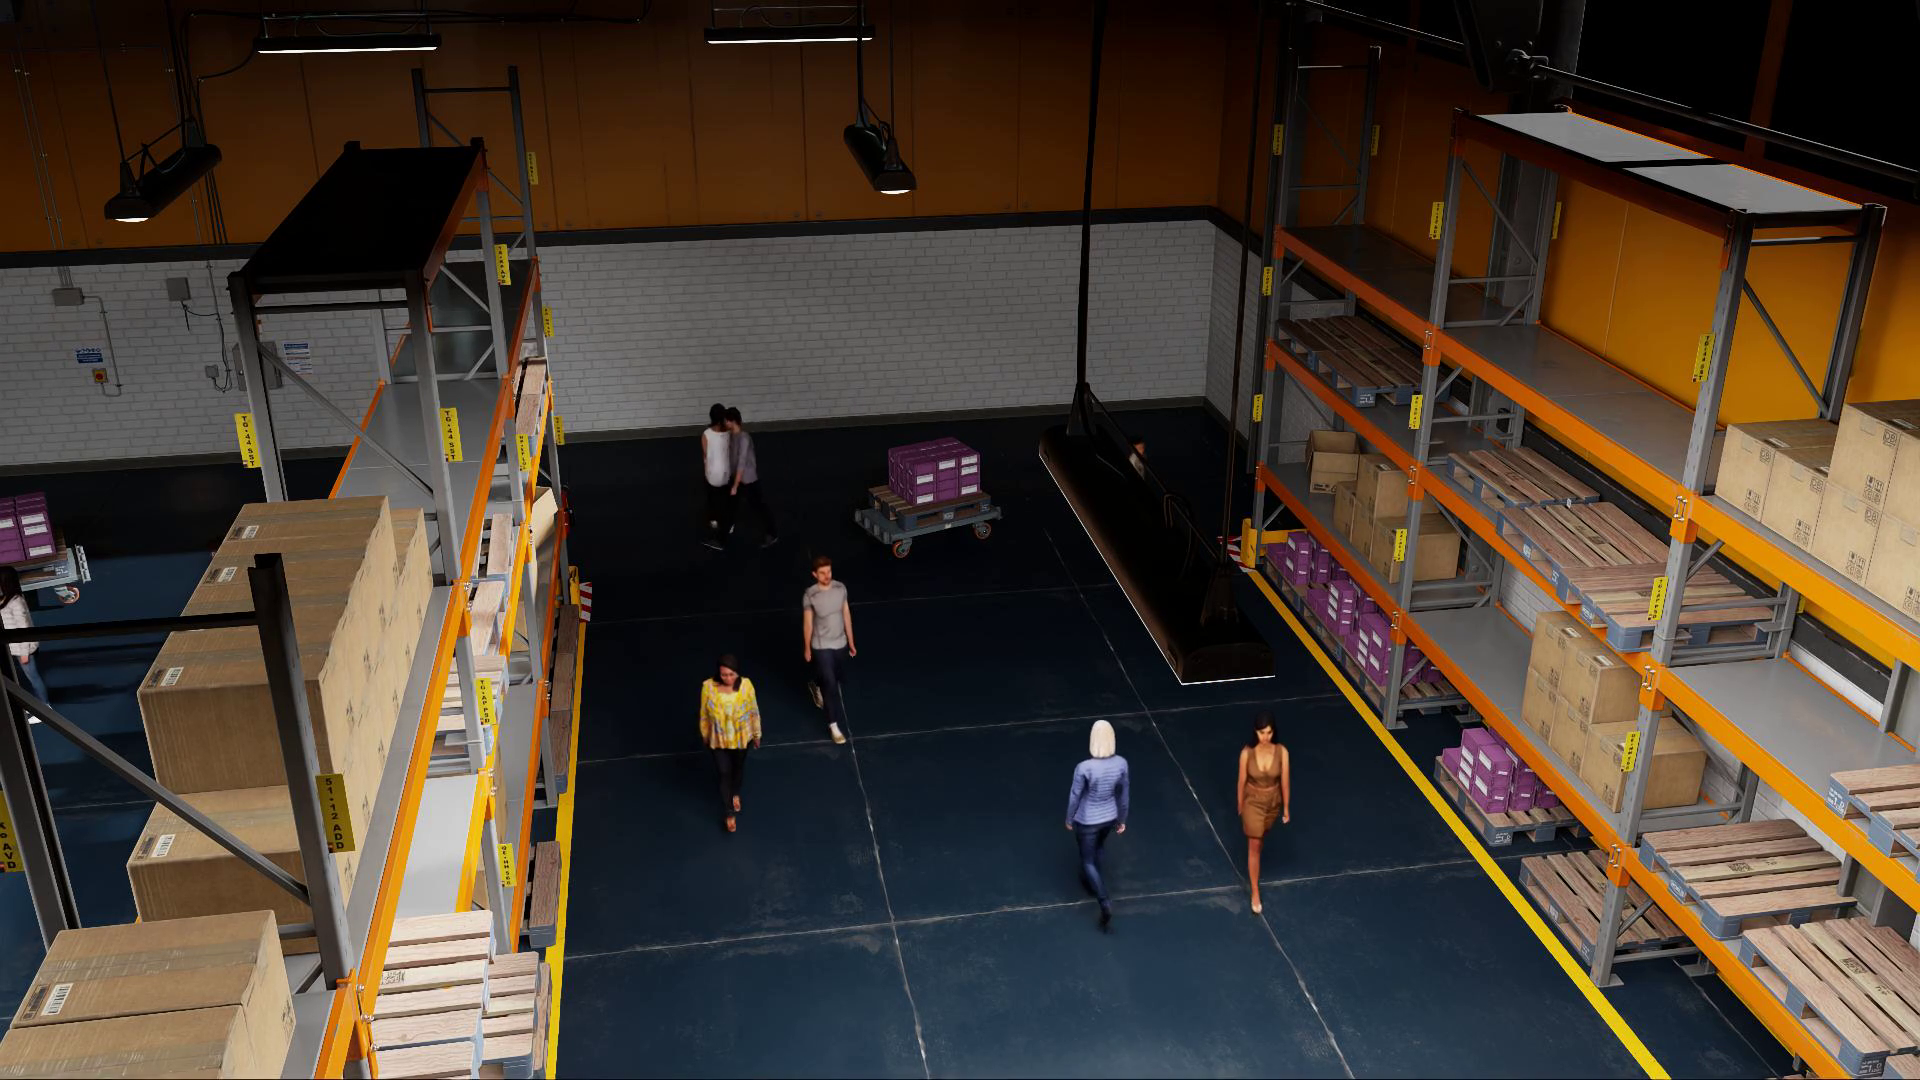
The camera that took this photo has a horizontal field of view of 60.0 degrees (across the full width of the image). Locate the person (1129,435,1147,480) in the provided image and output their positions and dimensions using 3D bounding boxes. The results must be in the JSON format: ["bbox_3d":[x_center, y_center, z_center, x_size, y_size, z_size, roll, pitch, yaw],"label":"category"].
[{"bbox_3d":[2.112,-0.632,20.330,0.851,1.446,0.699,5,24,11],"label":"person"}]

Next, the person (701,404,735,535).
[{"bbox_3d":[-2.925,-0.861,20.563,0.655,1.680,0.677,-3,24,-7],"label":"person"}]

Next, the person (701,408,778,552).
[{"bbox_3d":[-2.514,-0.716,20.106,1.088,1.779,1.232,-17,29,-34],"label":"person"}]

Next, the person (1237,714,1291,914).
[{"bbox_3d":[2.482,2.153,13.711,0.620,1.645,1.073,-2,24,-4],"label":"person"}]

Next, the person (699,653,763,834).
[{"bbox_3d":[-2.044,1.706,14.751,0.750,1.631,0.932,-7,25,-15],"label":"person"}]

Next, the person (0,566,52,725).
[{"bbox_3d":[-9.208,1.005,16.345,0.761,1.638,0.642,-17,29,-34],"label":"person"}]

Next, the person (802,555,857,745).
[{"bbox_3d":[-1.305,0.983,16.112,0.956,1.866,1.251,-15,28,-30],"label":"person"}]

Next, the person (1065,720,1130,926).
[{"bbox_3d":[1.121,2.272,13.343,0.824,1.721,1.121,-10,26,-22],"label":"person"}]
